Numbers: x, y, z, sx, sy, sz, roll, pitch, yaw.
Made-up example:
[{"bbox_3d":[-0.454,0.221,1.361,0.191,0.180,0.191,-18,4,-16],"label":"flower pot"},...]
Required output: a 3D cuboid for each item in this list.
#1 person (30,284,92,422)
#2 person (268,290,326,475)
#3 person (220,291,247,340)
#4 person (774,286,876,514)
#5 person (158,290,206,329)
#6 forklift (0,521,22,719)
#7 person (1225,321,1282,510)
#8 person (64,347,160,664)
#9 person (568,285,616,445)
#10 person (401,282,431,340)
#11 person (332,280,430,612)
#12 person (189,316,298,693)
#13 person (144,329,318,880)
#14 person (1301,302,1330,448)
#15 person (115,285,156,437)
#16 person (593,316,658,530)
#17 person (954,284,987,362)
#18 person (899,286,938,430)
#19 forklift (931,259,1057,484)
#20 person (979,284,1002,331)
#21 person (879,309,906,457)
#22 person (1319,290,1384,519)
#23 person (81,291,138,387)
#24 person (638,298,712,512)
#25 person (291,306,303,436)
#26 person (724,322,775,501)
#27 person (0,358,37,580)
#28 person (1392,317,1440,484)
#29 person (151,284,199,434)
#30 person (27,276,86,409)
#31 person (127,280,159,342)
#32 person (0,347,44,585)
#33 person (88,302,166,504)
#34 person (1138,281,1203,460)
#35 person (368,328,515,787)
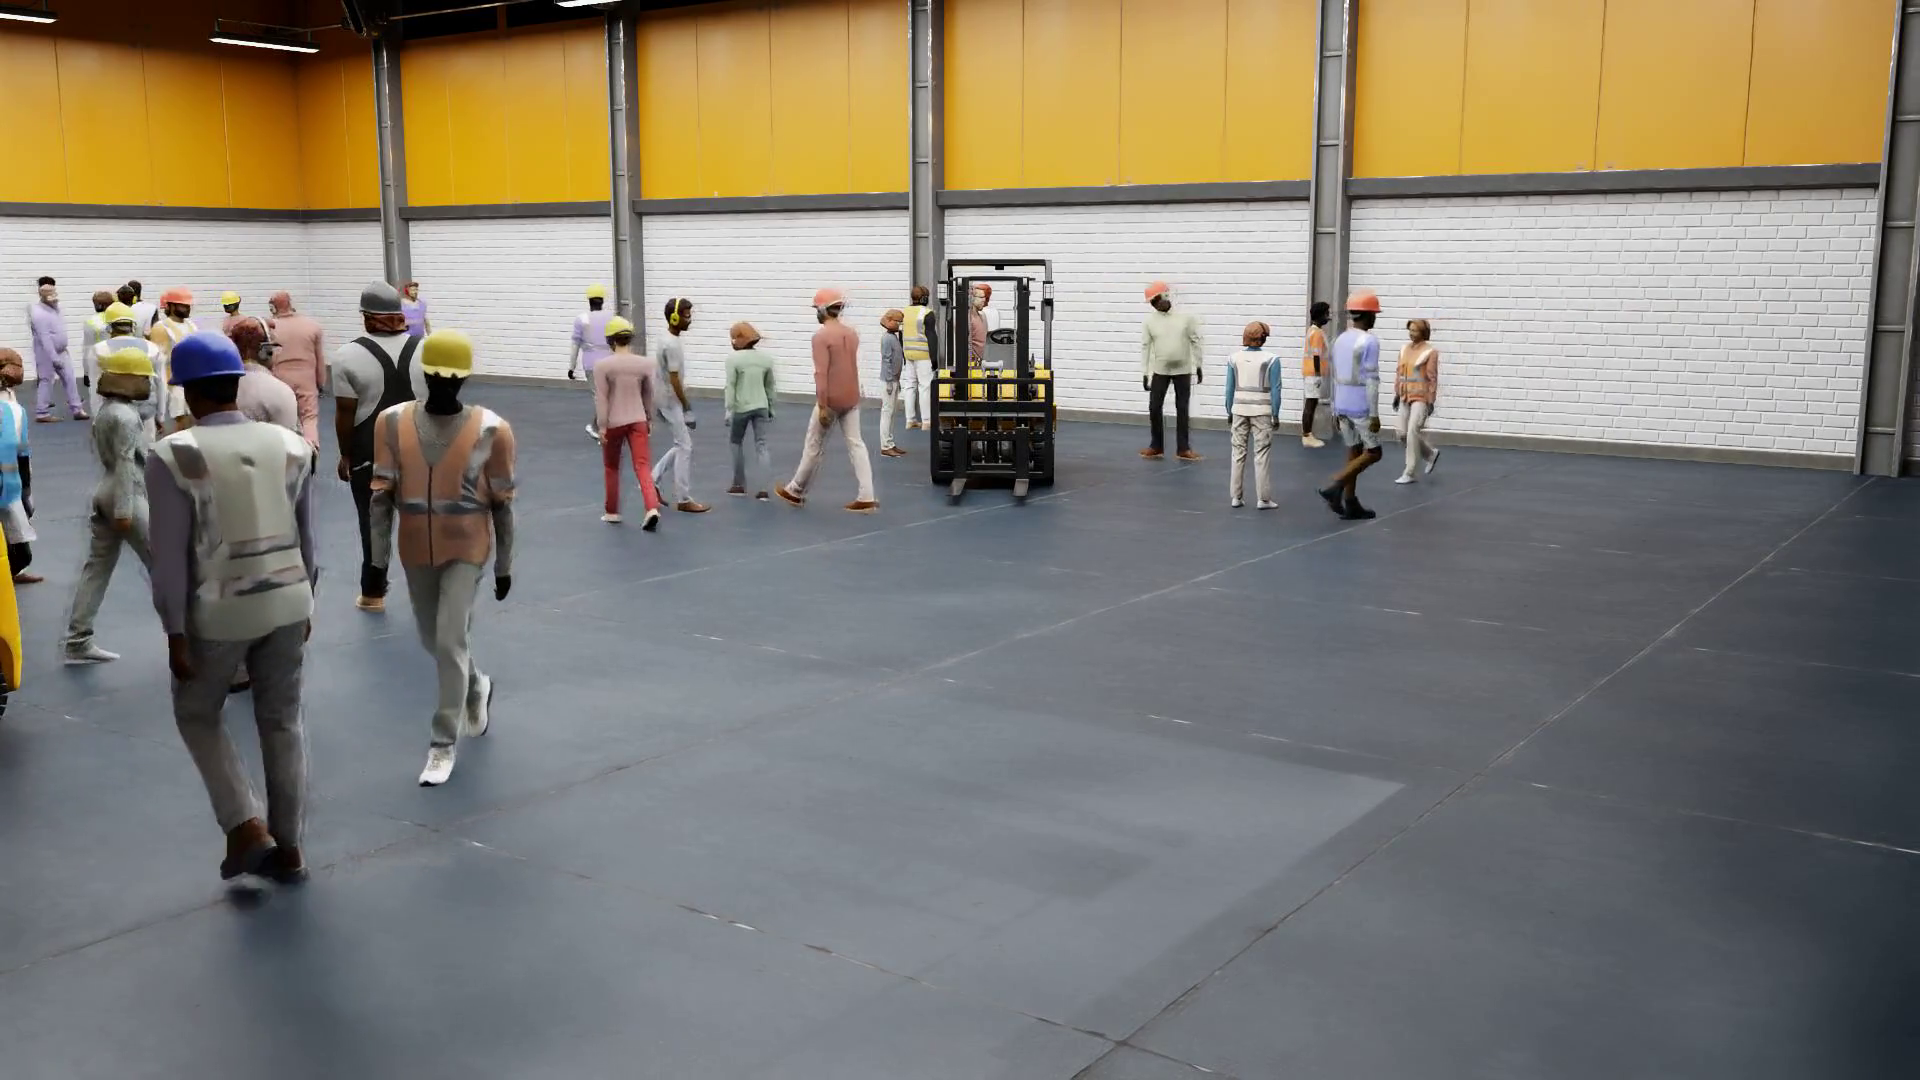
[{"bbox_3d":[-12.023,-2.469,22.156,0.785,1.852,0.723,1,10,4],"label":"person"},{"bbox_3d":[-6.650,-1.549,16.597,0.653,1.879,0.817,-5,11,-27],"label":"person"},{"bbox_3d":[-9.651,-2.428,22.165,0.524,1.760,0.326,6,11,30],"label":"person"},{"bbox_3d":[-1.129,-1.203,14.328,1.040,1.932,0.625,7,12,37],"label":"person"},{"bbox_3d":[-7.986,-1.661,17.287,0.973,1.884,0.548,3,10,15],"label":"person"},{"bbox_3d":[-5.296,-0.090,6.943,1.214,2.155,2.313,7,12,35],"label":"forklift"},{"bbox_3d":[2.550,-1.082,14.496,0.514,1.640,0.315,7,12,34],"label":"person"},{"bbox_3d":[-4.473,-0.194,9.031,0.892,1.689,0.497,-9,13,-41],"label":"person"},{"bbox_3d":[-4.322,-2.074,19.707,0.591,1.877,0.982,-7,12,-37],"label":"person"},{"bbox_3d":[-8.712,-3.214,26.637,0.645,1.822,0.569,6,11,33],"label":"person"},{"bbox_3d":[-3.557,-0.583,10.336,0.688,2.000,0.538,-7,12,-36],"label":"person"},{"bbox_3d":[-3.518,-0.167,8.321,0.685,1.887,0.426,3,10,19],"label":"person"},{"bbox_3d":[-2.499,0.243,5.745,0.465,1.926,0.618,8,12,39],"label":"person"},{"bbox_3d":[4.133,-1.917,19.327,0.319,1.691,0.535,1,10,7],"label":"person"},{"bbox_3d":[-10.041,-2.133,20.117,0.567,1.860,0.330,-5,11,-28],"label":"person"},{"bbox_3d":[-2.691,-0.944,13.451,0.525,1.721,0.903,-6,11,-32],"label":"person"},{"bbox_3d":[0.151,-1.876,18.441,0.403,1.904,0.651,2,10,10],"label":"person"},{"bbox_3d":[-0.504,-2.329,21.322,0.620,1.845,0.429,9,13,43],"label":"person"},{"bbox_3d":[0.370,-1.738,16.759,1.214,2.155,2.313,1,10,3],"label":"forklift"},{"bbox_3d":[0.291,-2.156,20.170,0.353,1.883,0.572,6,11,32],"label":"person"},{"bbox_3d":[-0.752,-1.744,18.460,0.285,1.633,0.498,1,10,8],"label":"person"},{"bbox_3d":[3.255,-1.101,13.772,0.527,1.920,0.569,-3,10,-19],"label":"person"},{"bbox_3d":[-9.724,-1.942,19.077,0.463,1.825,0.656,5,11,27],"label":"person"},{"bbox_3d":[-2.475,-1.144,14.246,0.683,1.848,0.582,-1,10,-7],"label":"person"},{"bbox_3d":[-8.033,-2.004,20.019,0.487,1.621,0.547,9,13,44],"label":"person"},{"bbox_3d":[-1.942,-1.172,15.113,0.560,1.602,0.719,-6,11,-34],"label":"person"},{"bbox_3d":[-5.397,-0.213,9.198,0.433,1.674,0.573,5,11,26],"label":"person"},{"bbox_3d":[4.486,-1.367,16.237,0.575,1.620,0.526,-4,11,-25],"label":"person"},{"bbox_3d":[-7.540,-1.513,16.185,0.393,1.931,0.561,3,10,16],"label":"person"},{"bbox_3d":[-13.263,-2.891,24.398,0.638,1.930,0.876,1,10,8],"label":"person"},{"bbox_3d":[-11.803,-2.780,23.889,0.598,1.893,0.766,-4,10,-20],"label":"person"},{"bbox_3d":[-6.279,-0.446,10.845,0.361,1.605,0.704,-2,10,-13],"label":"person"},{"bbox_3d":[-6.893,-1.040,13.754,0.608,1.821,0.546,-9,13,-43],"label":"person"},{"bbox_3d":[2.320,-1.822,18.040,0.721,1.943,0.382,2,10,11],"label":"person"},{"bbox_3d":[-2.186,0.029,7.152,0.596,1.893,0.872,1,10,4],"label":"person"}]
